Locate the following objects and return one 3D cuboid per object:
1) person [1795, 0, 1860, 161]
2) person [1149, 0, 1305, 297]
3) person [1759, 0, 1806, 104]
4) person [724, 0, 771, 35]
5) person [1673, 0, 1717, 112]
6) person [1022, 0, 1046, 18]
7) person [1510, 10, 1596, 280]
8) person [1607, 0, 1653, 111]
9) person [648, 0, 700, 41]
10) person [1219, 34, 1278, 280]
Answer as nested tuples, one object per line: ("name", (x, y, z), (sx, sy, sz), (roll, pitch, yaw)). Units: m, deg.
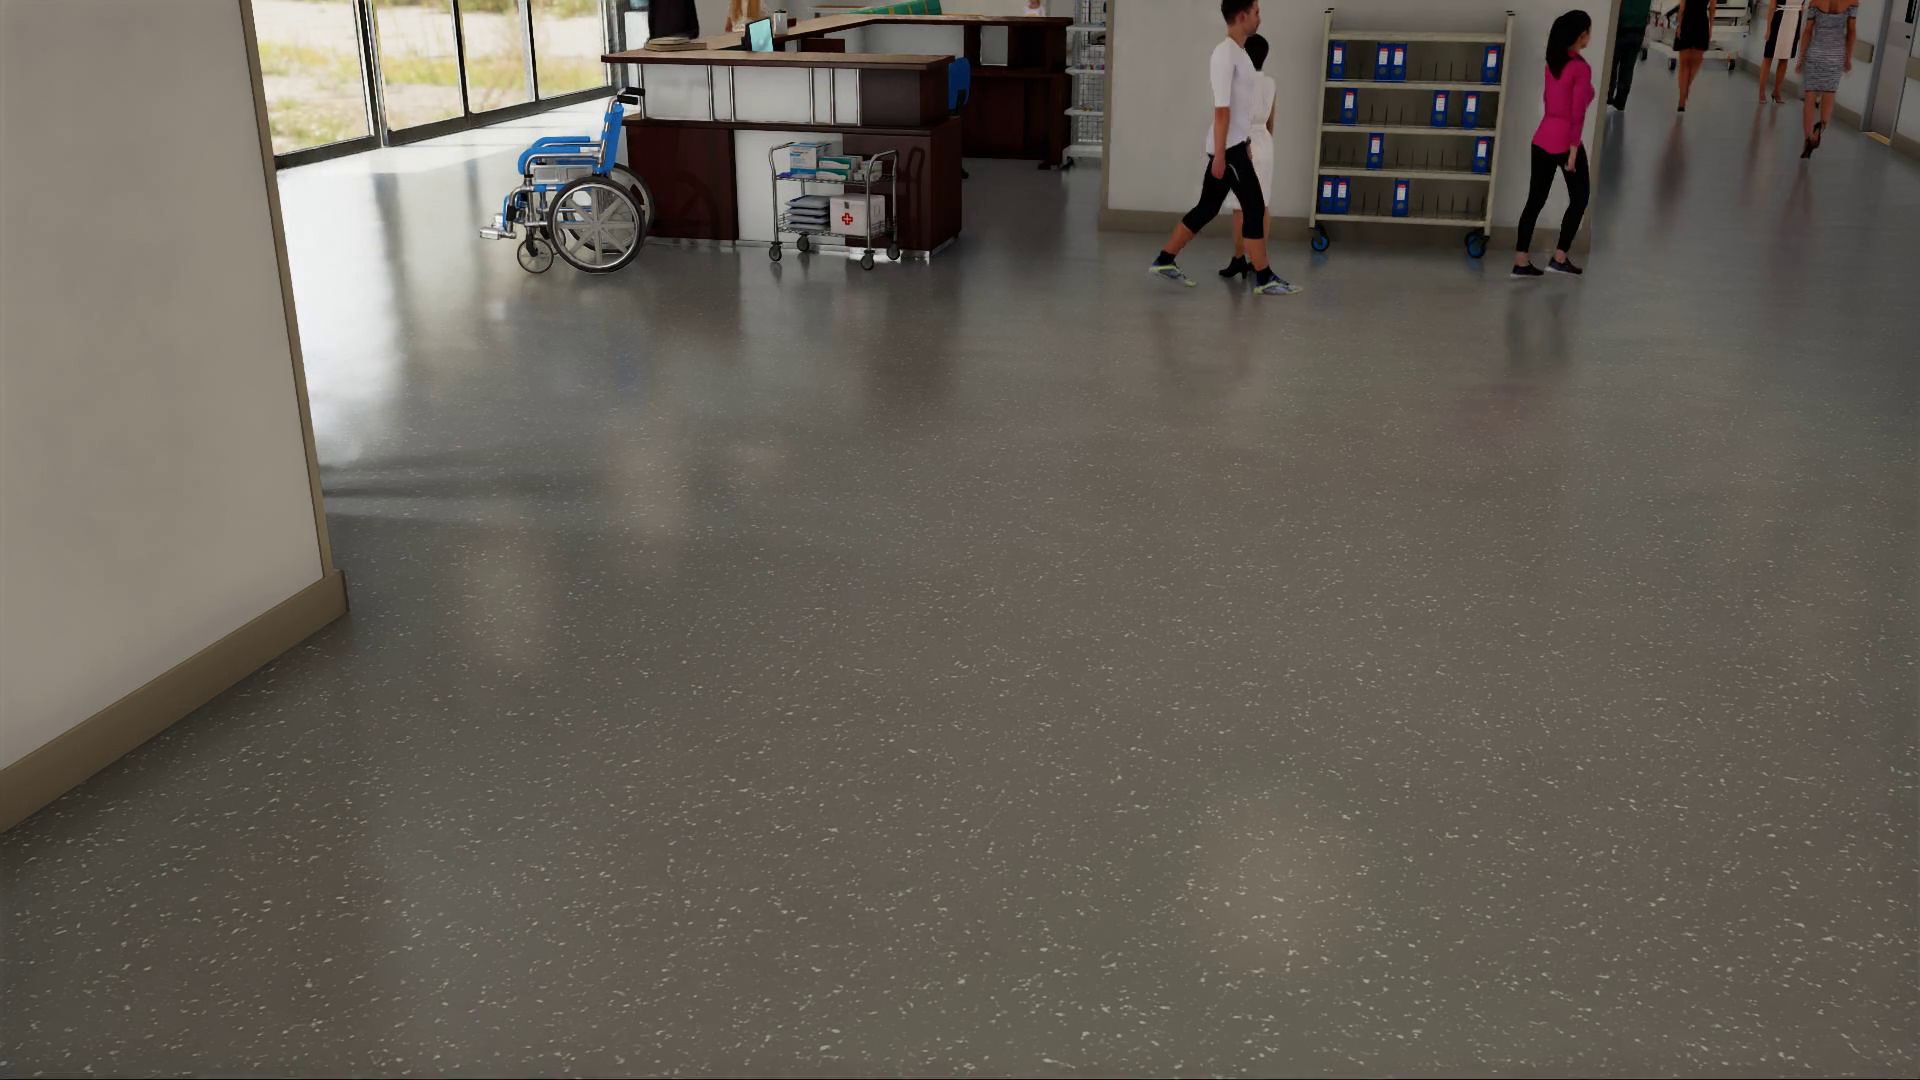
("person", (8.207, -4.521, 15.814), (0.767, 1.808, 0.761), (9, 23, 23))
("person", (1.556, -2.394, 10.197), (1.204, 1.809, 0.694), (6, 22, 16))
("person", (10.237, -6.338, 20.686), (0.558, 1.755, 0.744), (0, 21, -1))
("person", (-1.933, -4.454, 15.663), (1.029, 1.789, 0.720), (7, 22, 17))
("person", (8.679, -6.025, 19.774), (0.660, 1.815, 0.622), (6, 22, 15))
("person", (1.043, -7.044, 23.233), (0.467, 1.272, 0.568), (7, 22, 18))
("person", (3.746, -2.493, 10.637), (0.824, 1.682, 0.761), (-9, 23, -23))
("person", (8.027, -6.093, 19.946), (0.675, 1.822, 0.749), (1, 21, 4))
("person", (-3.044, -5.175, 17.541), (0.959, 1.808, 0.884), (1, 21, 2))
("person", (1.889, -2.495, 10.827), (0.643, 1.552, 0.680), (-16, 26, -36))
